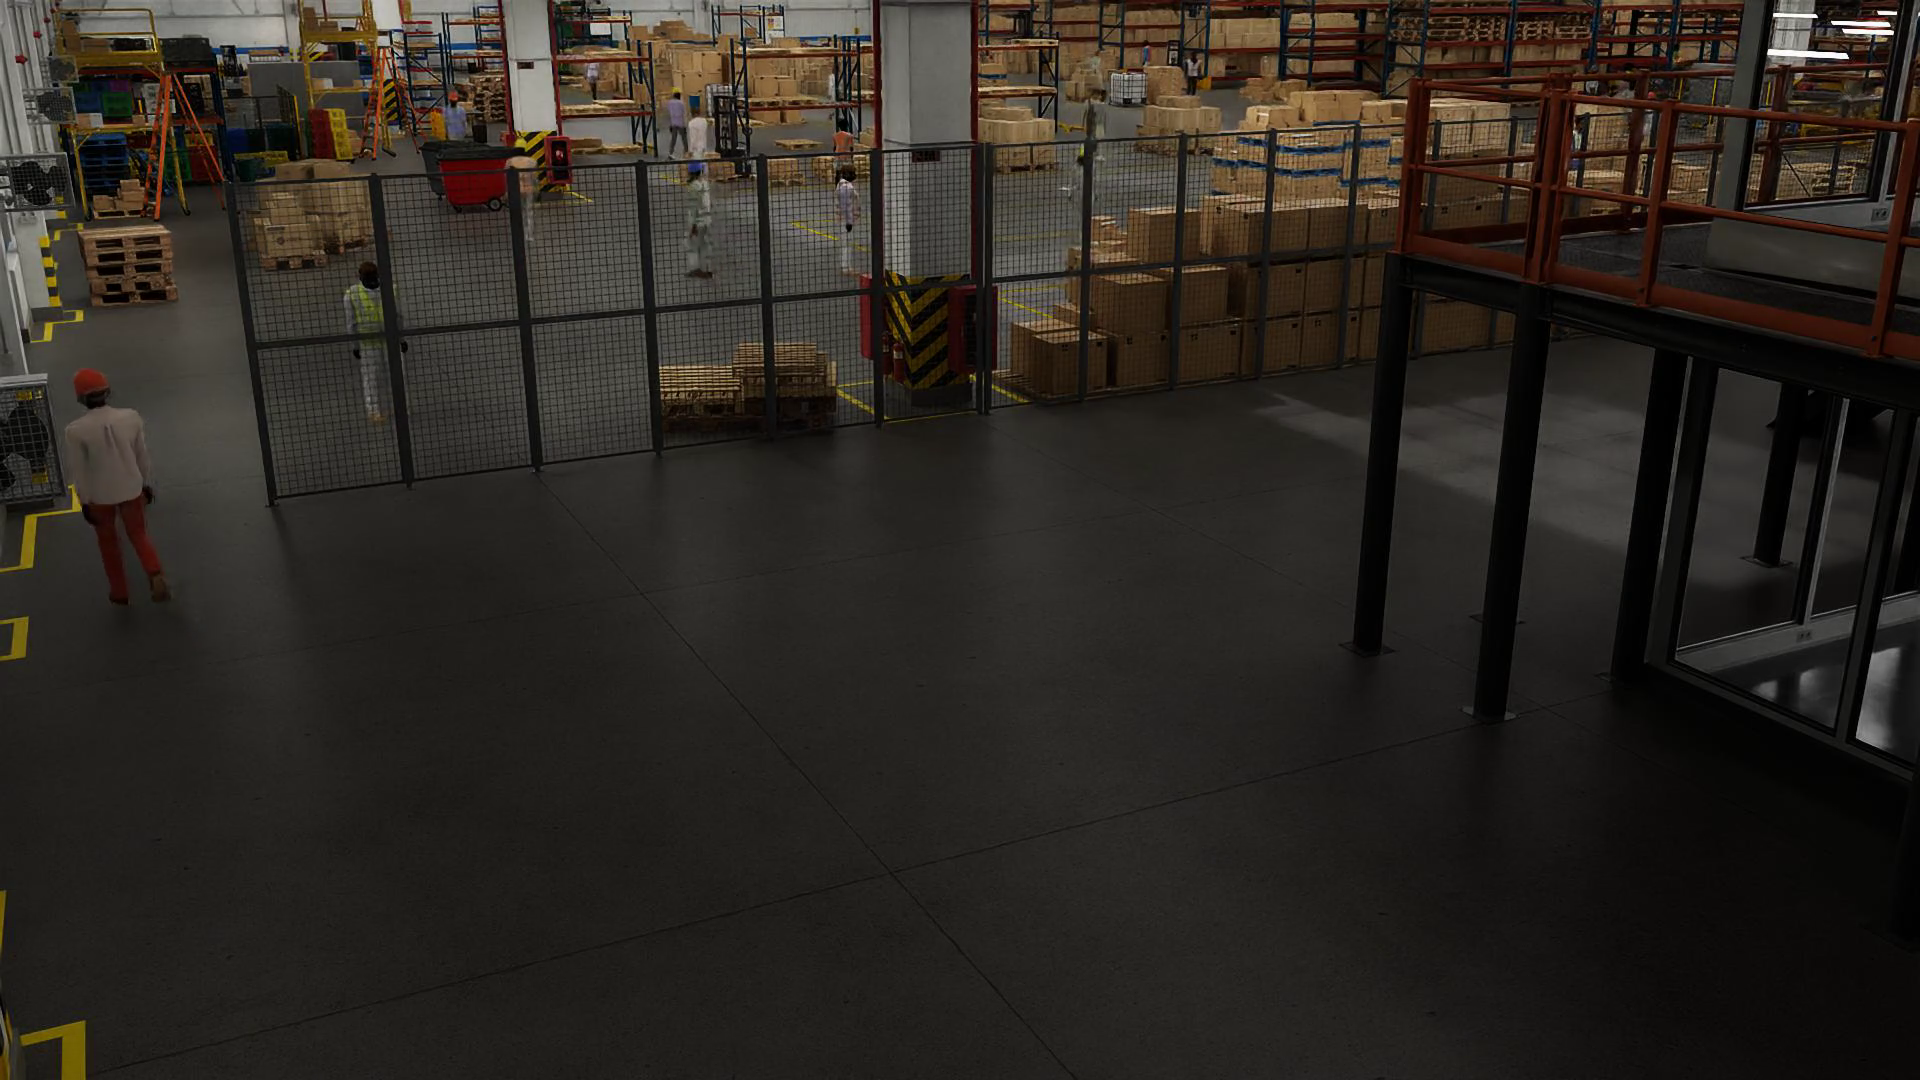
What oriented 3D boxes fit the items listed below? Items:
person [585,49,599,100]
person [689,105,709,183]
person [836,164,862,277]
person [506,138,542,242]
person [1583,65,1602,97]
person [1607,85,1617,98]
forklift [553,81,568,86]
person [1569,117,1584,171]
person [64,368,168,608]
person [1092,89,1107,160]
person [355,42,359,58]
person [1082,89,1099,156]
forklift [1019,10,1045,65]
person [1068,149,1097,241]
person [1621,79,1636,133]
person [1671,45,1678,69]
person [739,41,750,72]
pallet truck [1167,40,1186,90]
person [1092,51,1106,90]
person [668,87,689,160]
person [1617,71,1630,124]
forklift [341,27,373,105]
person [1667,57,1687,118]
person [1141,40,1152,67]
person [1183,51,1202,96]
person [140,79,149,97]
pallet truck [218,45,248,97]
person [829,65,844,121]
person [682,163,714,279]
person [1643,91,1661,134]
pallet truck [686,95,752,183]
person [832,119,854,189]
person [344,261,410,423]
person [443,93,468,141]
[{"bbox_3d":[-14.234,-18.050,64.466,0.551,1.915,0.848,-9,21,-24],"label":"person"},{"bbox_3d":[-5.984,-8.945,38.022,0.355,1.936,0.635,7,20,20],"label":"person"},{"bbox_3d":[-1.849,-5.320,27.660,0.429,1.841,0.634,-2,19,-6],"label":"person"},{"bbox_3d":[-8.133,-6.541,31.089,0.598,1.908,0.421,-1,19,-3],"label":"person"},{"bbox_3d":[19.816,-13.867,52.135,0.537,2.000,0.678,2,19,6],"label":"person"},{"bbox_3d":[17.740,-11.484,45.486,0.532,1.870,0.319,-9,21,-25],"label":"person"},{"bbox_3d":[-18.035,-20.936,71.360,1.873,2.768,1.129,-12,22,-31],"label":"forklift"},{"bbox_3d":[13.166,-8.124,35.674,0.392,1.919,0.590,14,24,35],"label":"person"},{"bbox_3d":[-6.655,-0.379,13.134,0.618,1.975,0.623,17,25,40],"label":"person"},{"bbox_3d":[3.654,-11.050,44.251,0.536,1.854,0.538,14,23,35],"label":"person"},{"bbox_3d":[-28.036,-22.378,77.033,0.670,1.929,0.803,16,25,39],"label":"person"},{"bbox_3d":[3.603,-11.318,45.107,0.571,1.800,0.709,0,19,-1],"label":"person"},{"bbox_3d":[3.327,-25.454,84.456,1.873,2.768,1.129,-9,21,-25],"label":"forklift"},{"bbox_3d":[2.282,-6.480,31.227,0.510,1.692,0.895,6,20,16],"label":"person"},{"bbox_3d":[19.075,-12.171,47.349,0.661,1.947,0.713,-9,21,-23],"label":"person"},{"bbox_3d":[31.397,-21.007,73.360,0.369,1.683,0.554,17,25,40],"label":"person"},{"bbox_3d":[-9.247,-20.381,71.172,0.630,1.940,0.372,-7,20,-18],"label":"person"},{"bbox_3d":[9.045,-19.971,69.895,0.823,1.965,1.885,-3,19,-8],"label":"pallet truck"},{"bbox_3d":[5.728,-19.430,68.927,0.516,1.604,0.794,-15,24,-37],"label":"person"},{"bbox_3d":[-7.576,-11.139,44.494,0.589,1.878,0.978,7,20,20],"label":"person"},{"bbox_3d":[21.756,-14.411,54.229,0.546,1.715,0.941,18,26,42],"label":"person"},{"bbox_3d":[-22.275,-17.346,60.954,1.873,2.768,1.129,-9,21,-25],"label":"forklift"},{"bbox_3d":[24.450,-15.433,56.745,0.617,1.992,0.393,6,20,16],"label":"person"},{"bbox_3d":[8.278,-21.298,73.978,0.430,1.845,0.619,9,21,24],"label":"person"},{"bbox_3d":[8.859,-17.642,63.306,0.675,1.889,0.552,-2,19,-6],"label":"person"},{"bbox_3d":[-25.116,-13.430,51.489,0.523,1.631,0.323,9,21,25],"label":"person"},{"bbox_3d":[-28.879,-18.665,66.111,0.823,1.965,1.885,-3,19,-9],"label":"pallet truck"},{"bbox_3d":[-4.115,-14.869,55.319,0.582,1.866,0.743,-11,22,-29],"label":"person"},{"bbox_3d":[-4.355,-5.250,27.326,0.607,1.923,0.642,6,20,16],"label":"person"},{"bbox_3d":[17.518,-10.444,42.399,0.569,1.912,0.581,1,19,4],"label":"person"},{"bbox_3d":[-5.836,-9.608,39.856,0.823,1.965,1.885,10,22,27],"label":"pallet truck"},{"bbox_3d":[-2.624,-8.612,37.438,0.534,1.693,0.321,8,21,22],"label":"person"},{"bbox_3d":[-6.559,-2.234,18.747,0.640,1.826,0.429,-11,22,-29],"label":"person"},{"bbox_3d":[-12.815,-10.388,42.291,0.557,1.892,0.998,-8,20,-21],"label":"person"}]
